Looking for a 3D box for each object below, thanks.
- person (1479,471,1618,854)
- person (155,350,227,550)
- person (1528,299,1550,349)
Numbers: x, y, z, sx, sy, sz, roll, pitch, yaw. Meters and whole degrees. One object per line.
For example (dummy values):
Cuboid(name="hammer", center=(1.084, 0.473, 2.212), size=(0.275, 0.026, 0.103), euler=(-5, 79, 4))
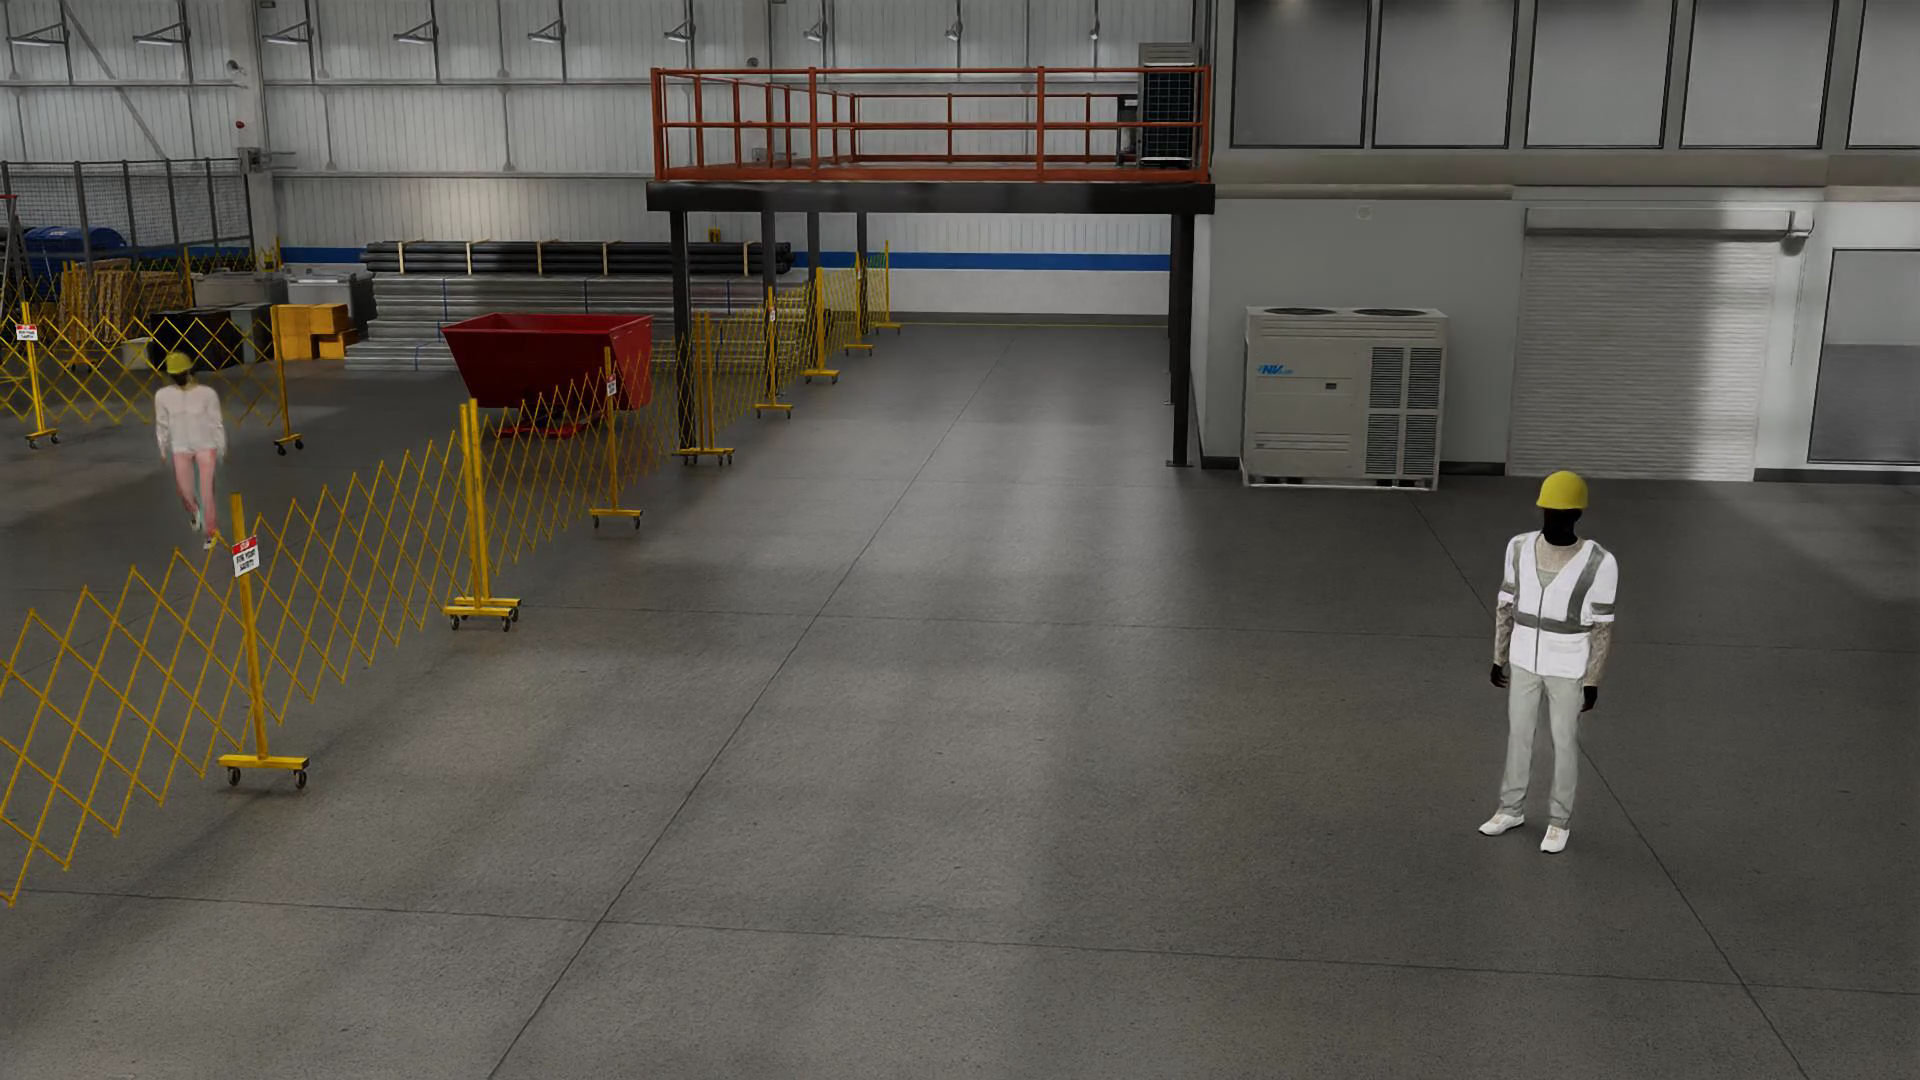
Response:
Cuboid(name="person", center=(2.939, 0.601, 8.313), size=(0.587, 1.930, 0.355), euler=(13, 19, 42))
Cuboid(name="person", center=(-6.653, -0.805, 14.444), size=(0.550, 1.745, 0.557), euler=(-3, 14, -14))
Cuboid(name="person", center=(9.269, -3.949, 27.037), size=(1.007, 1.854, 0.672), euler=(11, 17, 38))
